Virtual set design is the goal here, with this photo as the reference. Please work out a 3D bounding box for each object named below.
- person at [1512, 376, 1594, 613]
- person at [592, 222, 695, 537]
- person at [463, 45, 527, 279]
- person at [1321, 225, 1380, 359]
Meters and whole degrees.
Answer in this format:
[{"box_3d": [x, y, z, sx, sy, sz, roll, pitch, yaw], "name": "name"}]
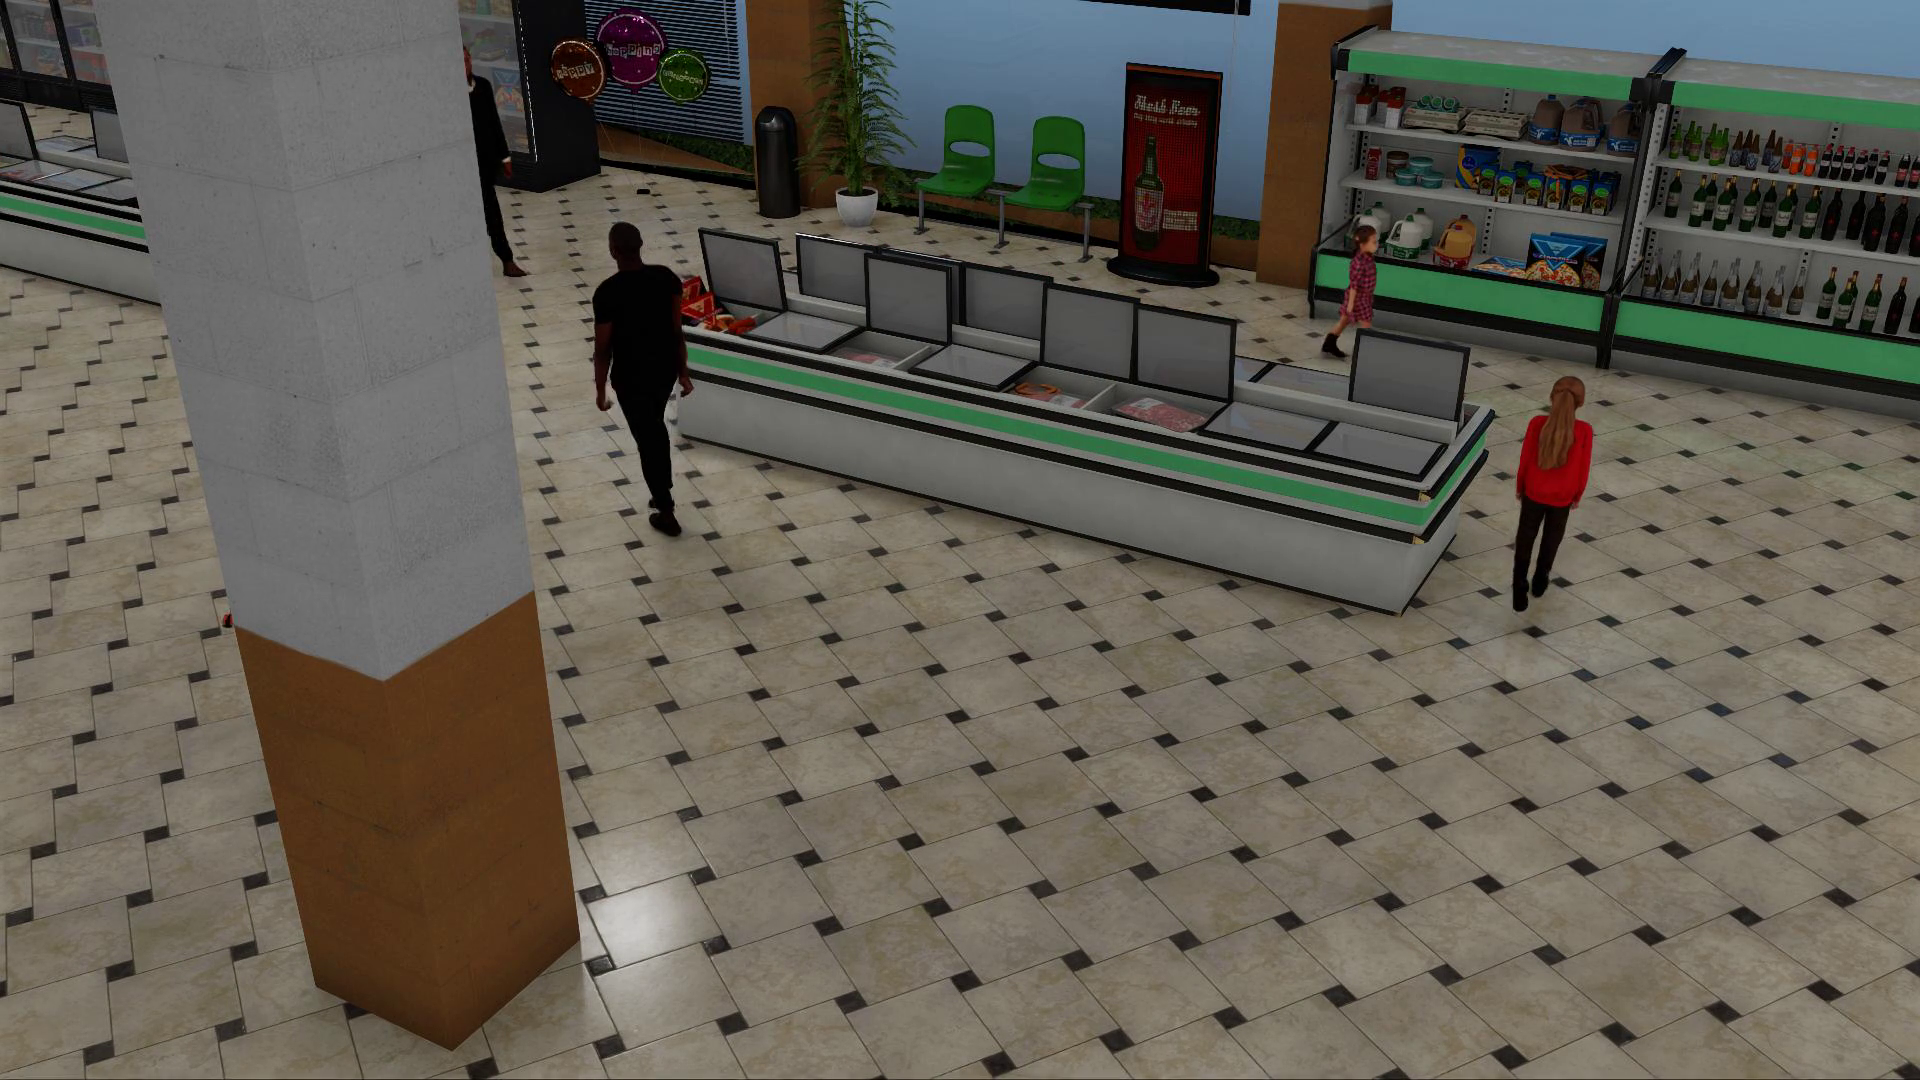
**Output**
[{"box_3d": [3.039, -0.225, 8.601, 0.760, 1.269, 0.610, 11, 29, 21], "name": "person"}, {"box_3d": [-1.698, -0.850, 9.244, 0.808, 1.802, 0.825, -19, 33, -33], "name": "person"}, {"box_3d": [-4.017, -3.098, 13.624, 1.413, 1.850, 0.941, 23, 35, 37], "name": "person"}, {"box_3d": [2.813, -1.759, 11.920, 0.742, 1.003, 0.476, 12, 29, 22], "name": "person"}]
